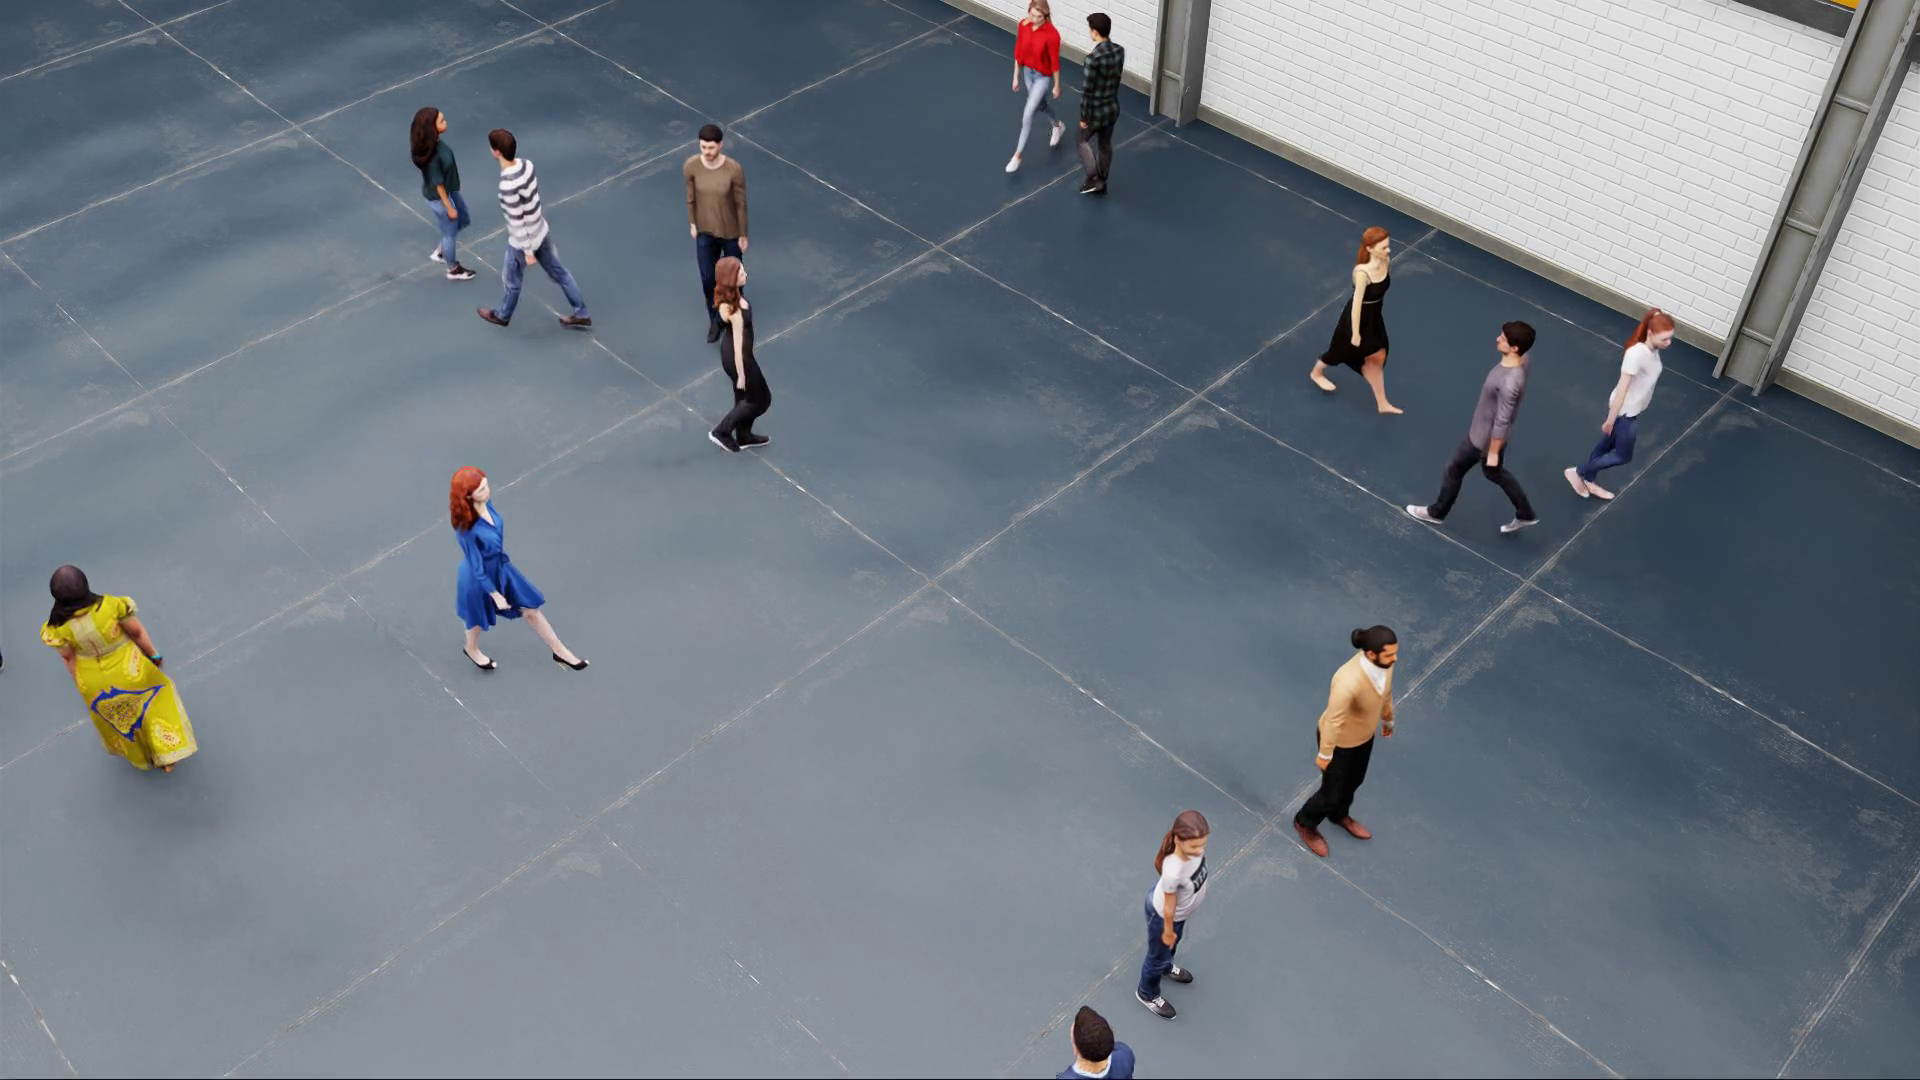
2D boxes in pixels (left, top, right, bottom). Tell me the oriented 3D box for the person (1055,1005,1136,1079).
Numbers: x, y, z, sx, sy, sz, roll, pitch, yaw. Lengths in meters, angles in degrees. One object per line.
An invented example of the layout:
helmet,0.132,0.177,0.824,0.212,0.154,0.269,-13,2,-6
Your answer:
person,0.650,2.870,7.832,0.858,1.795,1.225,-20,47,-20

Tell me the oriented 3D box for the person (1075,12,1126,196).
person,1.329,-3.870,14.965,0.745,1.694,0.699,-33,53,-30

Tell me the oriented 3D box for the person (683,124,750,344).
person,-1.930,-2.572,13.491,0.904,1.869,0.958,2,44,2

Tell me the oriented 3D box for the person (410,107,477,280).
person,-4.452,-2.891,14.019,0.790,1.603,0.729,-4,44,-4

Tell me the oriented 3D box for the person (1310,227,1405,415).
person,3.016,-1.722,12.809,0.619,1.579,1.085,-32,52,-29

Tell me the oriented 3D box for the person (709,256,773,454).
person,-1.727,-1.339,12.293,0.814,1.737,0.782,-11,45,-11

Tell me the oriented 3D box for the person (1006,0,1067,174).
person,0.763,-4.312,15.470,1.086,1.658,0.765,30,51,28

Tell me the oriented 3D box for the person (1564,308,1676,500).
person,4.657,-0.965,11.908,0.730,1.725,0.679,18,46,18

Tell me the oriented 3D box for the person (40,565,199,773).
person,-5.096,0.857,10.056,0.861,1.642,1.000,-21,48,-21

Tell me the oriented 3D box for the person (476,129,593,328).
person,-3.368,-2.421,13.386,1.272,1.796,1.091,8,44,8

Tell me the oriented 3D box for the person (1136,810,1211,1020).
person,1.145,1.969,8.946,0.600,1.563,0.597,21,48,21

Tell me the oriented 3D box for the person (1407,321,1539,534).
person,3.787,-0.738,11.599,1.232,1.824,0.940,19,47,18

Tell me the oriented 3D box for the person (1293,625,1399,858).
person,2.234,1.113,9.710,0.696,1.748,0.627,-33,53,-30

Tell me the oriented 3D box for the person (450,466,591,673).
person,-3.092,0.245,10.596,1.185,1.783,0.993,9,44,10
